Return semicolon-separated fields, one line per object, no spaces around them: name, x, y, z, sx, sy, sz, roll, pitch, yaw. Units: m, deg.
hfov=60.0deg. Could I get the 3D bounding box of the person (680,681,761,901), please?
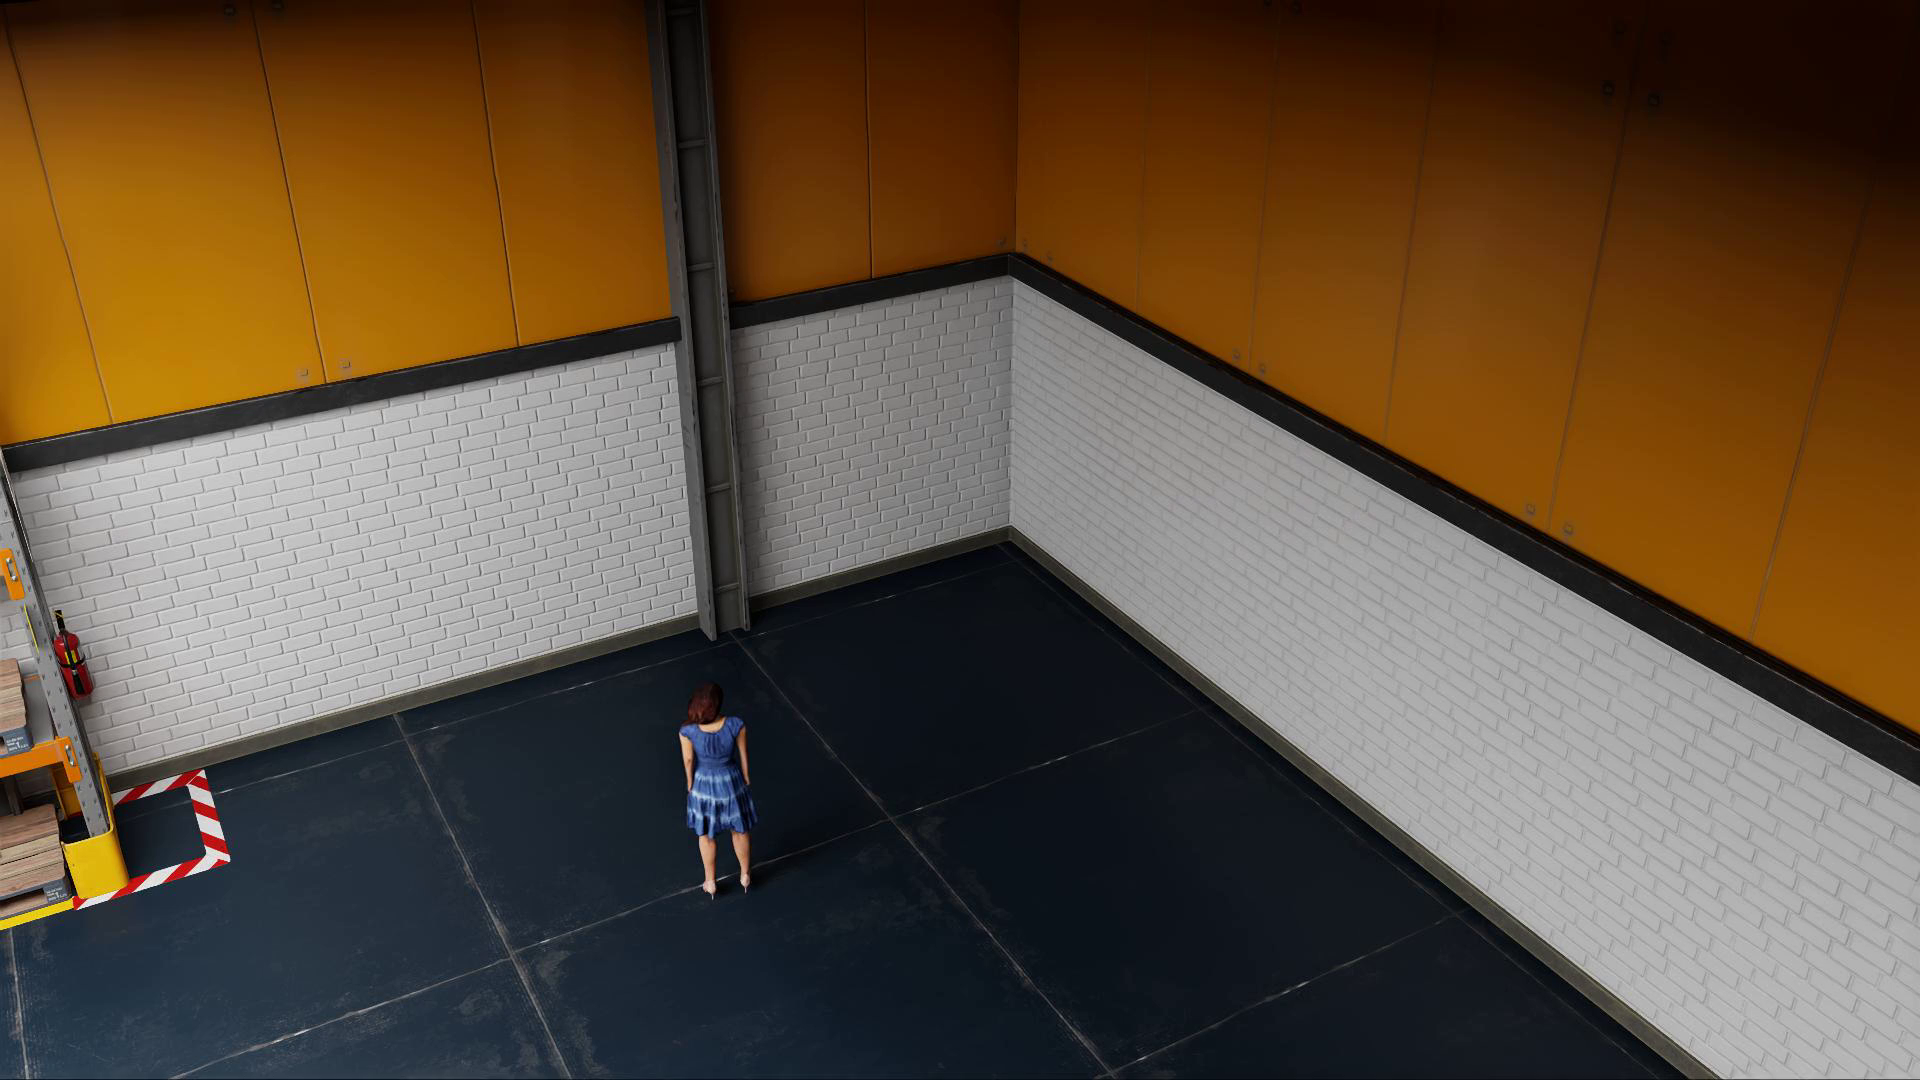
person;-1.703;1.767;11.748;0.604;1.806;0.785;-7;29;-12
